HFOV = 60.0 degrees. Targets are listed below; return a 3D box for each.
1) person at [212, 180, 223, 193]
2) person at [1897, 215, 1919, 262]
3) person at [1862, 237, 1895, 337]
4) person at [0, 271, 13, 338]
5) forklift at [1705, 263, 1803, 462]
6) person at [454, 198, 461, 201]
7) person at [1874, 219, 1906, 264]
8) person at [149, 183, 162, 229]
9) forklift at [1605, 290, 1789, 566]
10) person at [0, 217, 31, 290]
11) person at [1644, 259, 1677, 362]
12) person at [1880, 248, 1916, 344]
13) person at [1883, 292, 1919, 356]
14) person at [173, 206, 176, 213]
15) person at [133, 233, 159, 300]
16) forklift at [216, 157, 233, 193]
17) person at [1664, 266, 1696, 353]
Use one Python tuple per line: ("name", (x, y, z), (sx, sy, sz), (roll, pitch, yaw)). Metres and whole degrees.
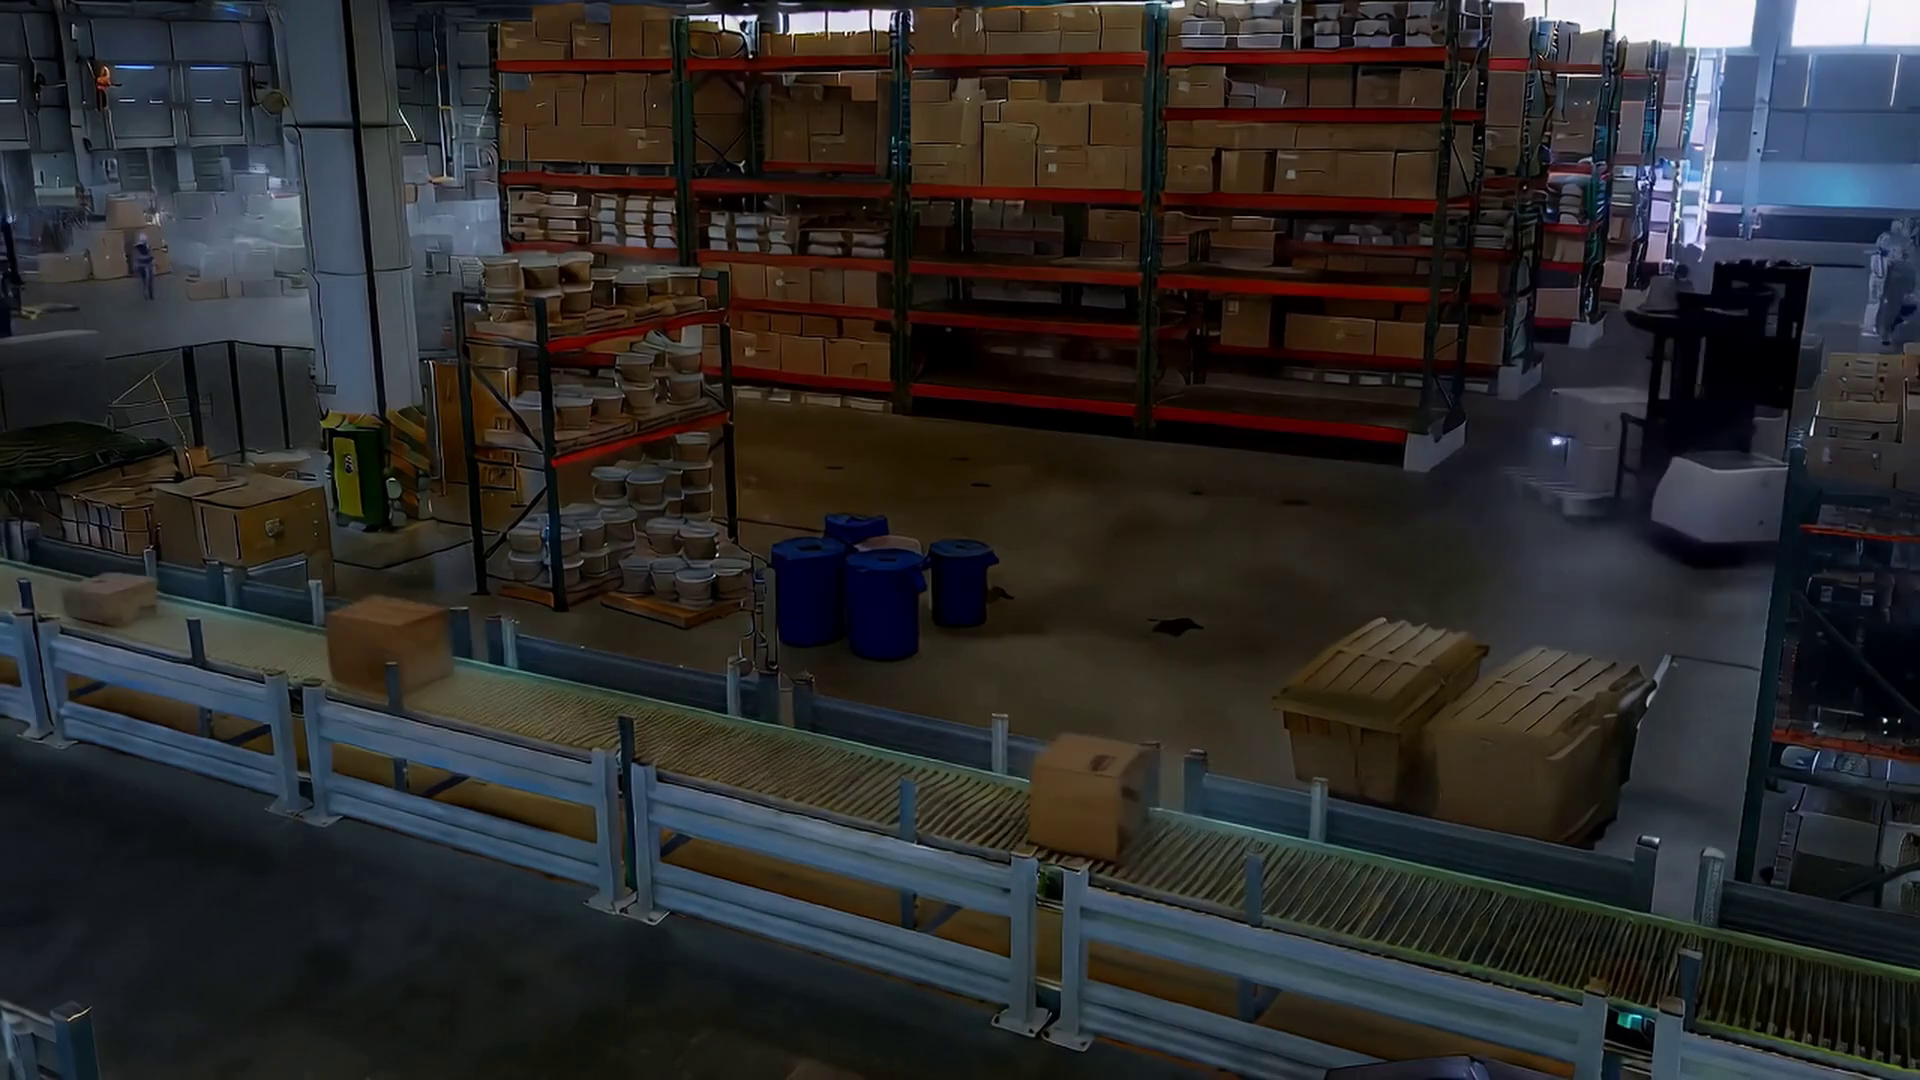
("person", (-26.663, -12.002, 60.064), (0.646, 1.927, 0.388), (6, 16, 22))
("person", (24.960, -7.661, 43.939), (0.601, 1.803, 0.892), (8, 17, 26))
("person", (18.973, -5.220, 34.343), (0.606, 2.037, 0.382), (-13, 20, -40))
("person", (-18.039, -4.334, 31.002), (0.683, 2.000, 0.720), (9, 17, 31))
("forklift", (9.808, -2.027, 20.718), (1.129, 2.768, 1.873), (8, 17, 27))
("person", (-16.456, -10.388, 54.528), (0.521, 1.639, 0.311), (12, 19, 38))
("person", (23.387, -7.143, 41.887), (0.664, 1.861, 0.994), (8, 17, 28))
("person", (-30.238, -12.552, 62.554), (0.316, 1.695, 0.542), (3, 15, 10))
("forklift", (8.104, -1.284, 17.926), (1.129, 2.768, 1.873), (-2, 15, -9))
("person", (-24.448, -7.290, 42.434), (0.978, 1.883, 0.603), (-3, 15, -13))
("person", (13.154, -4.292, 31.123), (0.398, 1.899, 0.647), (-5, 16, -19))
("person", (18.833, -4.892, 33.354), (0.636, 1.911, 0.405), (-2, 15, -6))
("person", (15.182, -3.080, 26.730), (0.561, 1.810, 0.608), (-1, 15, -5))
("person", (-23.799, -9.615, 51.093), (0.635, 1.920, 0.784), (5, 16, 20))
("person", (-19.759, -6.638, 40.447), (0.526, 1.617, 0.545), (13, 20, 41))
("forklift", (-25.124, -11.701, 57.087), (1.873, 2.768, 1.129), (-6, 16, -21))
("person", (13.963, -4.465, 32.210), (0.599, 1.659, 0.405), (-5, 16, -18))
